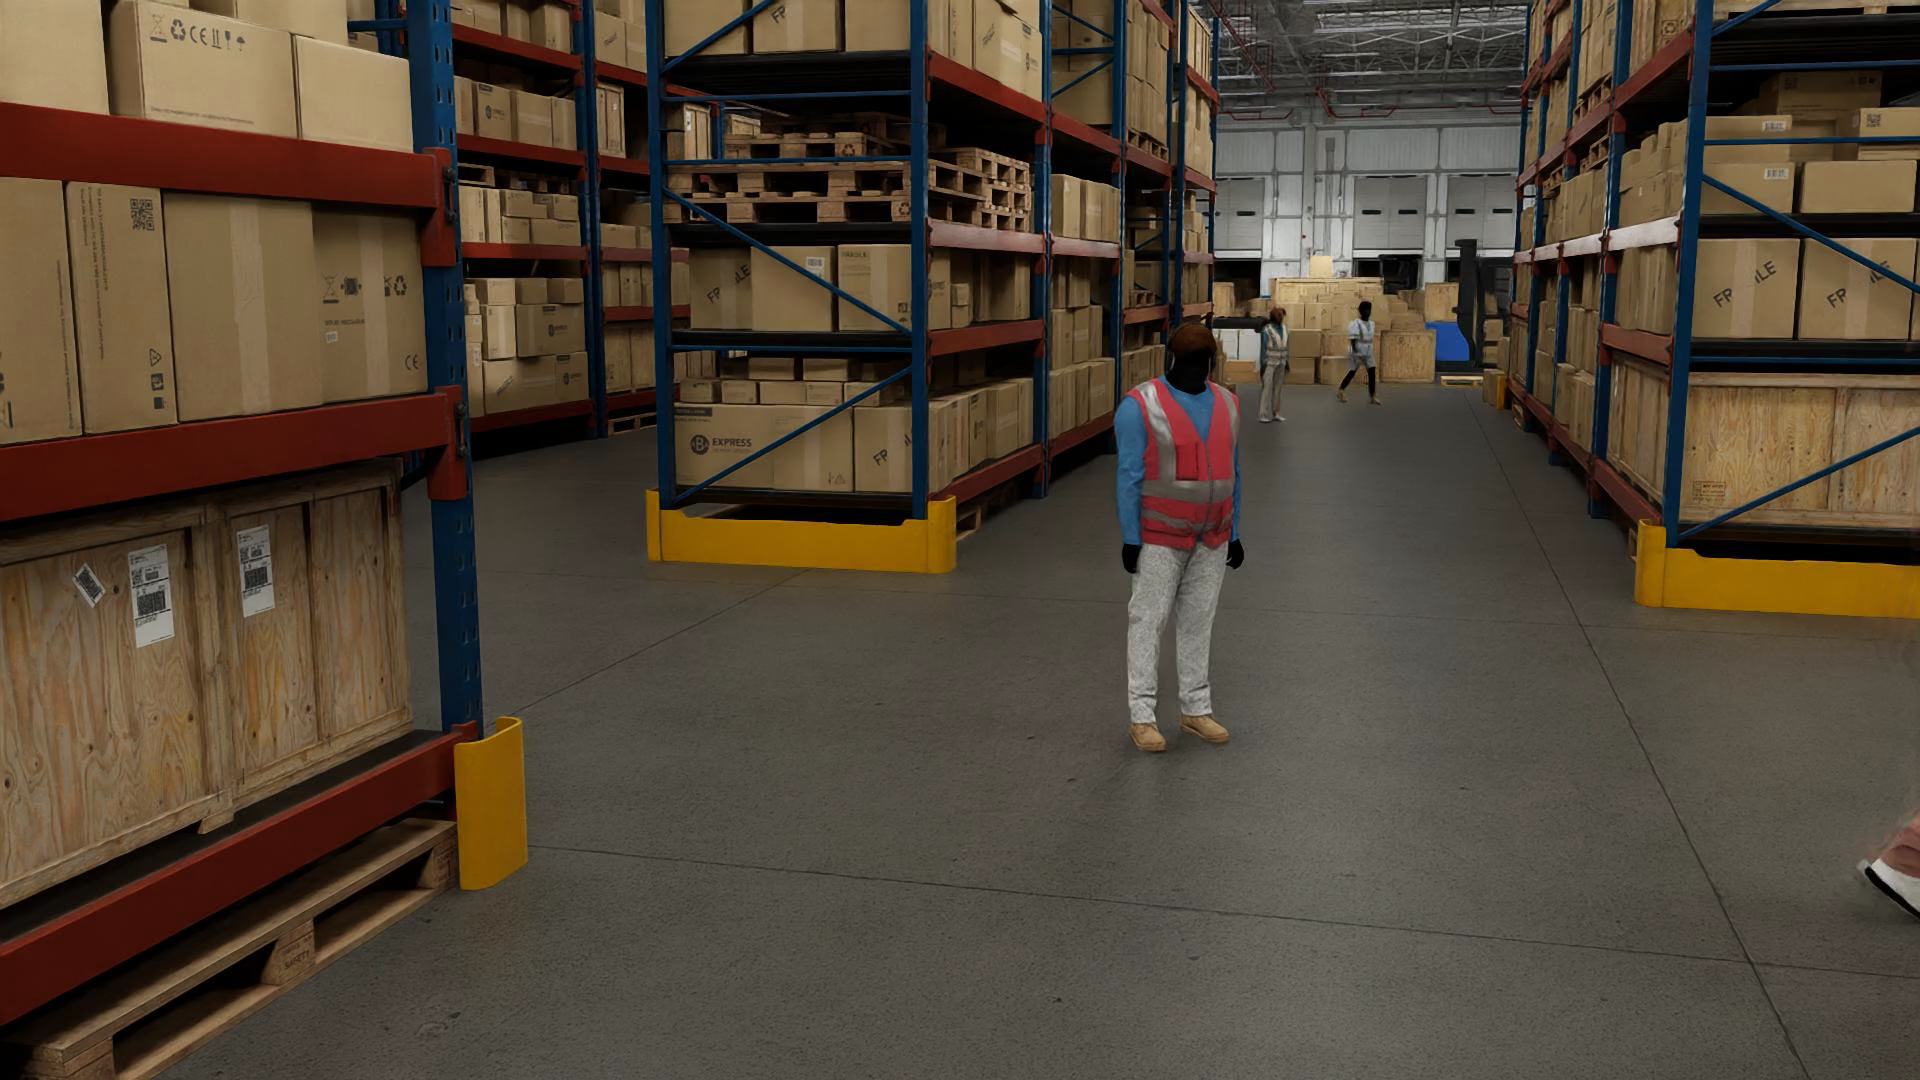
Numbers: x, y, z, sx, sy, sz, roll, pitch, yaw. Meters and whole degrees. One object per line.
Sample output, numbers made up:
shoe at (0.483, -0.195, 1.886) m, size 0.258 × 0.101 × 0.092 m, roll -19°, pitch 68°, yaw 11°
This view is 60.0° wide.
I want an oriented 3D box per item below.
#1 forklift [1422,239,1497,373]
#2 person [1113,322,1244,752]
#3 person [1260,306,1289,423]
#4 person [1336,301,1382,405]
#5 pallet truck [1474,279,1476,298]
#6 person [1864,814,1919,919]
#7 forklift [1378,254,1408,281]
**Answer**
forklift at (10.570, -4.889, 34.835) m, size 1.873 × 2.768 × 1.129 m, roll 2°, pitch 9°, yaw 15°
person at (0.964, -0.015, 7.179) m, size 0.619 × 1.838 × 0.430 m, roll -4°, pitch 10°, yaw -25°
person at (4.427, -2.470, 23.407) m, size 0.523 × 1.636 × 0.310 m, roll -6°, pitch 11°, yaw -34°
person at (6.453, -3.030, 26.891) m, size 0.536 × 1.665 × 0.835 m, roll -4°, pitch 10°, yaw -26°
pallet truck at (18.896, -8.459, 60.307) m, size 1.885 × 1.965 × 0.823 m, roll 5°, pitch 10°, yaw 31°
person at (3.360, 0.296, 5.141) m, size 0.992 × 1.864 × 0.627 m, roll 2°, pitch 9°, yaw 10°
forklift at (14.512, -8.215, 55.966) m, size 1.129 × 2.768 × 1.873 m, roll -2°, pitch 9°, yaw -13°
